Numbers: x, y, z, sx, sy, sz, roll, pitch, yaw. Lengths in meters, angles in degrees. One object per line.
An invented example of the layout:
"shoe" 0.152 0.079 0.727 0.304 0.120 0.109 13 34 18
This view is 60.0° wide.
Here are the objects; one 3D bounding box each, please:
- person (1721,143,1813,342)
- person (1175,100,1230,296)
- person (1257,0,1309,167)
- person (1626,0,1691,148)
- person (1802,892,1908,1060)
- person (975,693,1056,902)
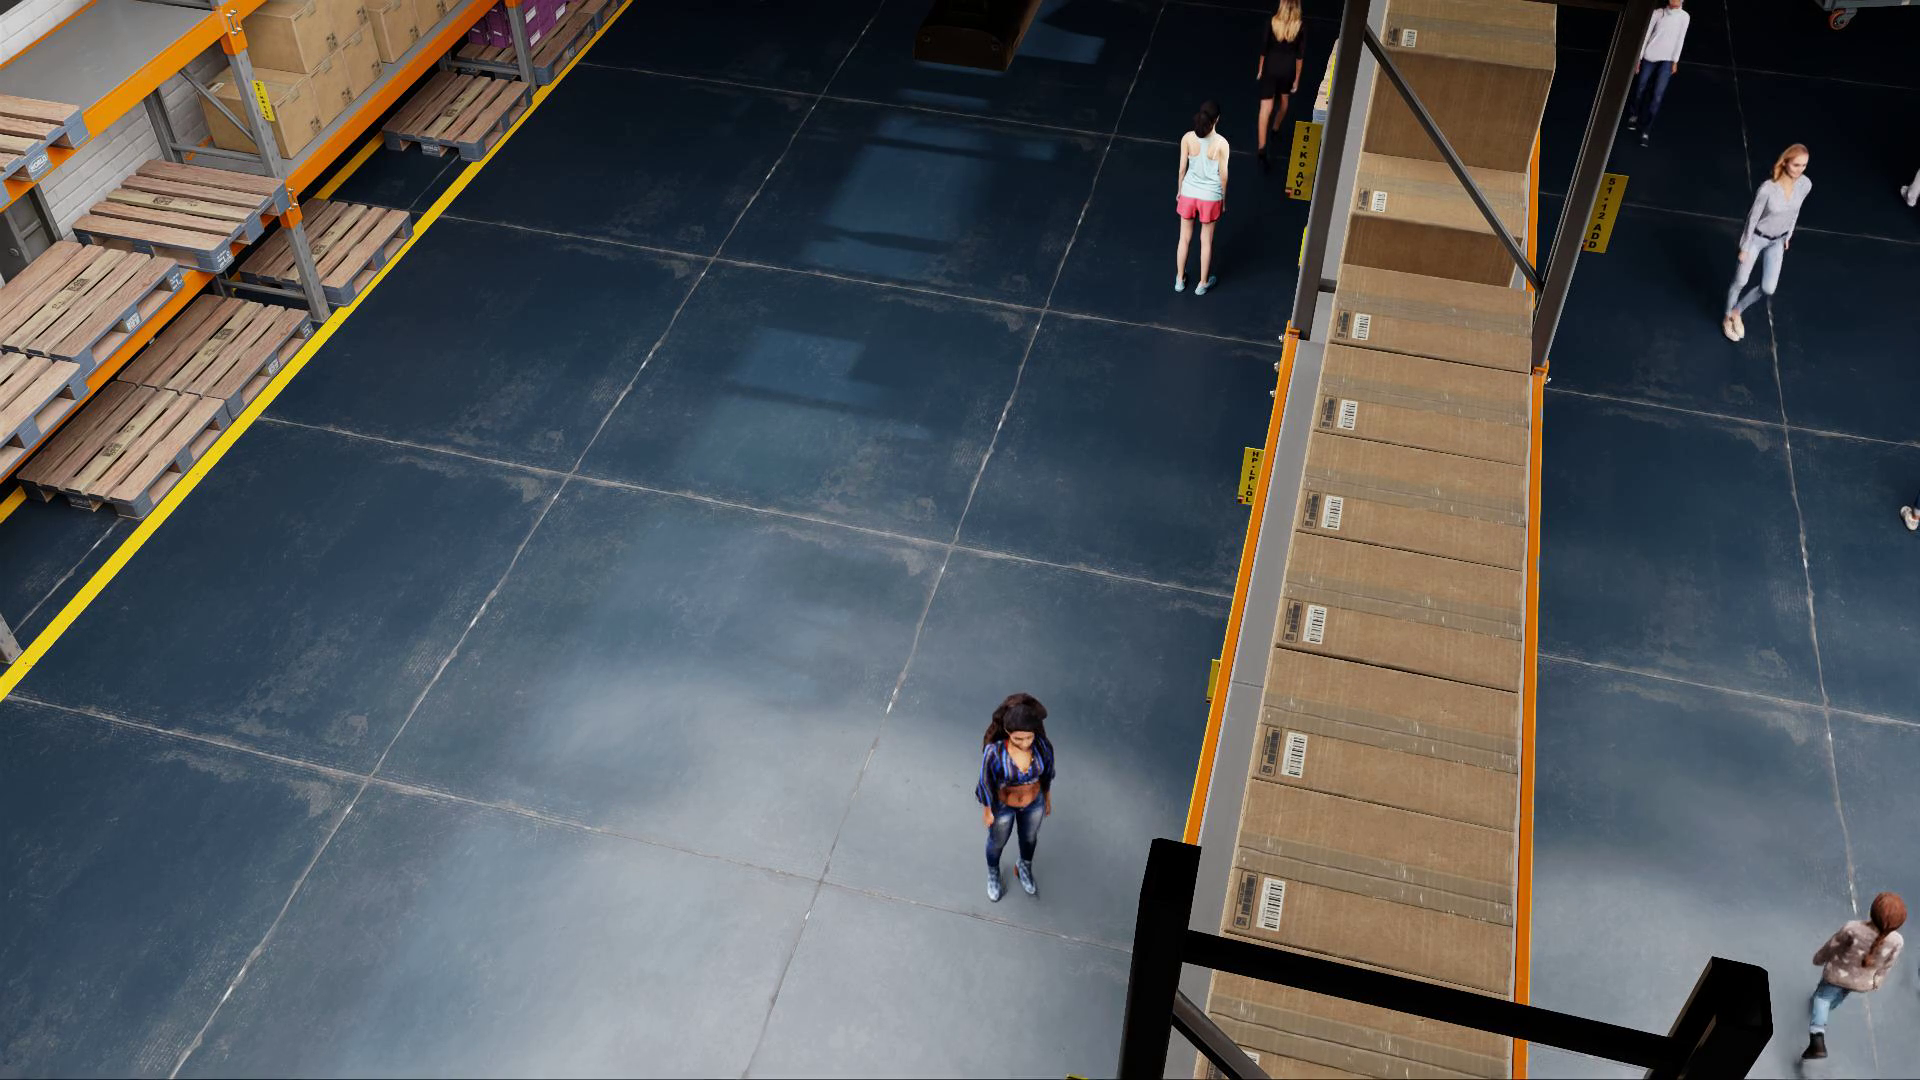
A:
"person" 6.394 -2.423 13.329 0.694 1.790 0.692 -3 44 -3
"person" 2.001 -2.837 13.782 0.620 1.765 0.625 17 46 17
"person" 2.923 -4.235 15.340 0.580 1.640 1.063 8 44 8
"person" 6.635 -4.602 15.802 0.607 1.533 0.866 15 46 15
"person" 4.714 2.315 8.797 0.506 1.181 0.790 13 45 14
"person" 0.310 1.467 9.372 0.695 1.615 0.702 -9 44 -10
